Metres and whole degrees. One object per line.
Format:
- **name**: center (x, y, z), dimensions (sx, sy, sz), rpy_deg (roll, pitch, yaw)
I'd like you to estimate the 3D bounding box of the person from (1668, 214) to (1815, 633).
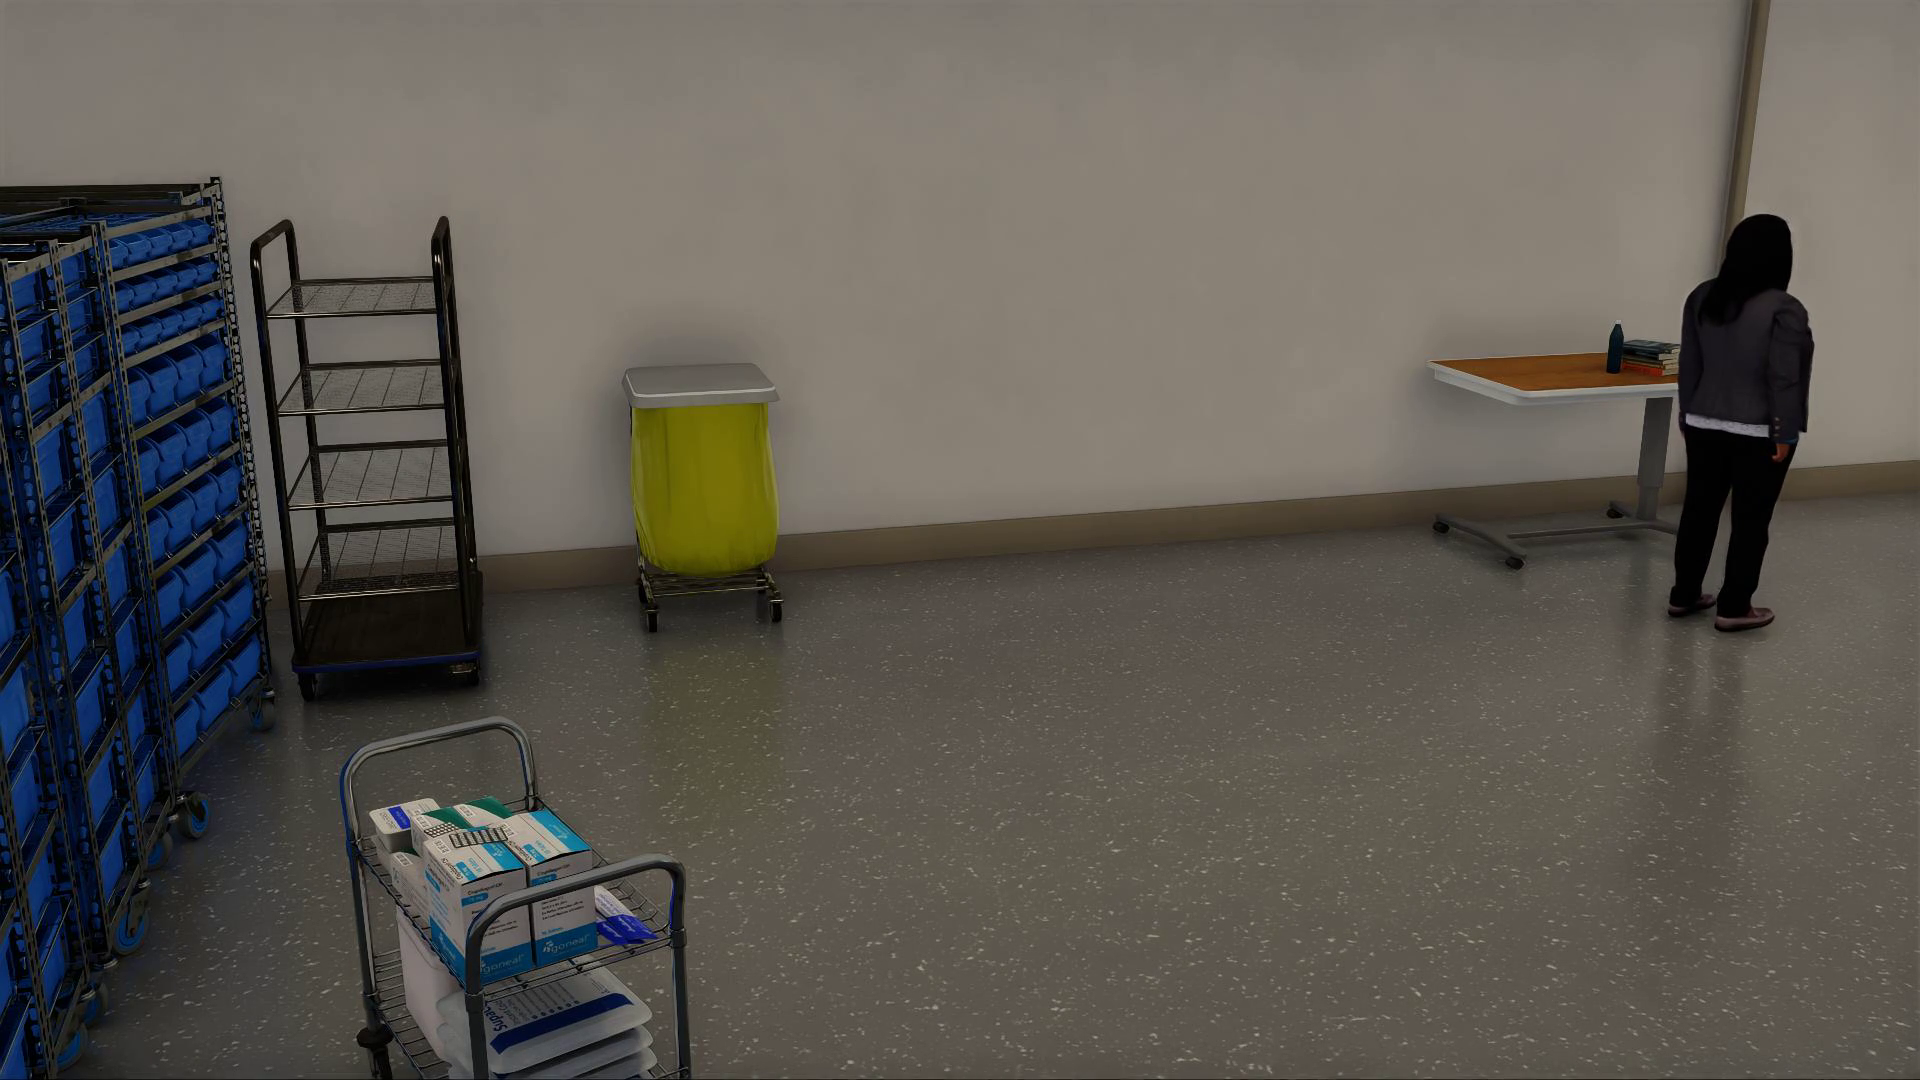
- **person**: center (2.999, -0.445, 6.409), dimensions (0.732, 1.596, 0.734), rpy_deg (-8, 18, -27)
